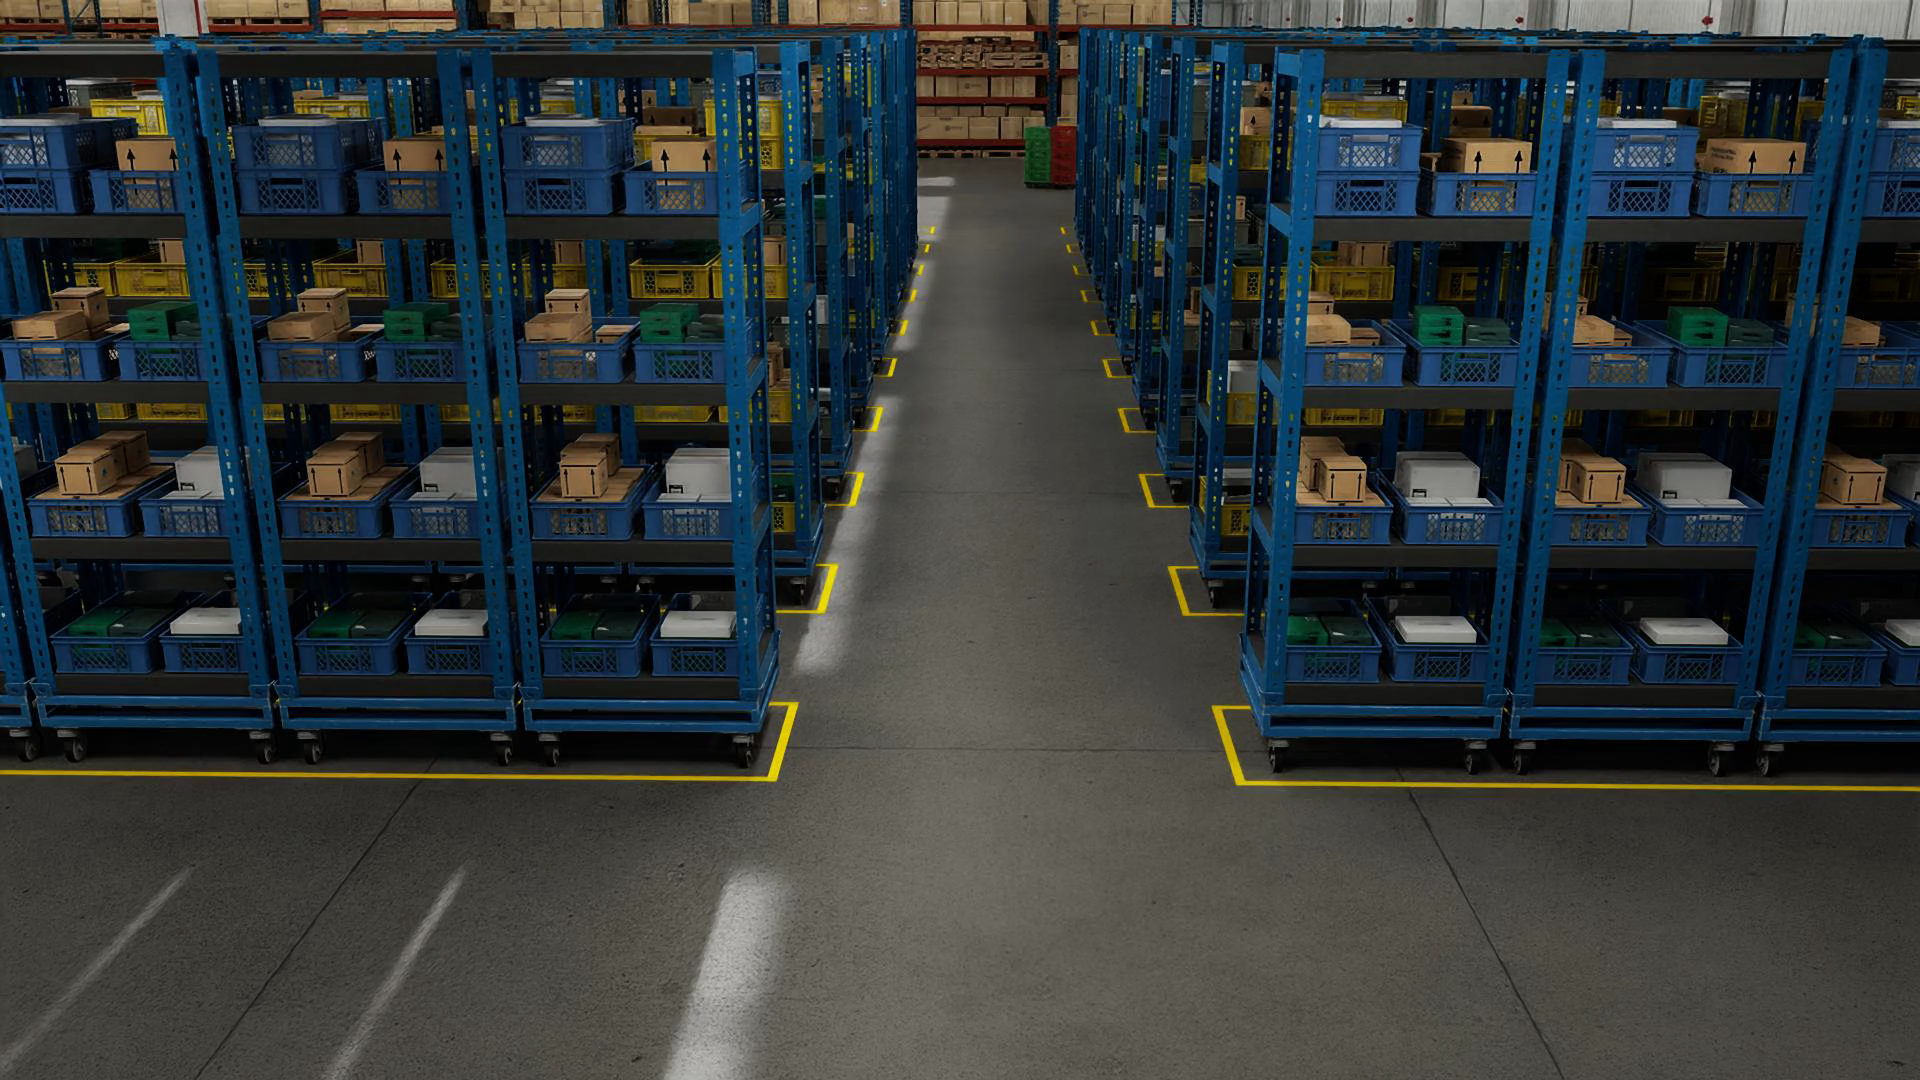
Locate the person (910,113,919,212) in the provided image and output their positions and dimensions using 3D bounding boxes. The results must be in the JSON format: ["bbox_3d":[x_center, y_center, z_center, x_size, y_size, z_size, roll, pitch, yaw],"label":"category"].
[{"bbox_3d":[-1.045,-7.476,32.918,0.621,1.992,0.397,-16,23,-41],"label":"person"}]

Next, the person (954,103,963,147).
[{"bbox_3d":[-0.141,-12.866,50.175,0.391,1.946,0.615,16,24,42],"label":"person"}]
